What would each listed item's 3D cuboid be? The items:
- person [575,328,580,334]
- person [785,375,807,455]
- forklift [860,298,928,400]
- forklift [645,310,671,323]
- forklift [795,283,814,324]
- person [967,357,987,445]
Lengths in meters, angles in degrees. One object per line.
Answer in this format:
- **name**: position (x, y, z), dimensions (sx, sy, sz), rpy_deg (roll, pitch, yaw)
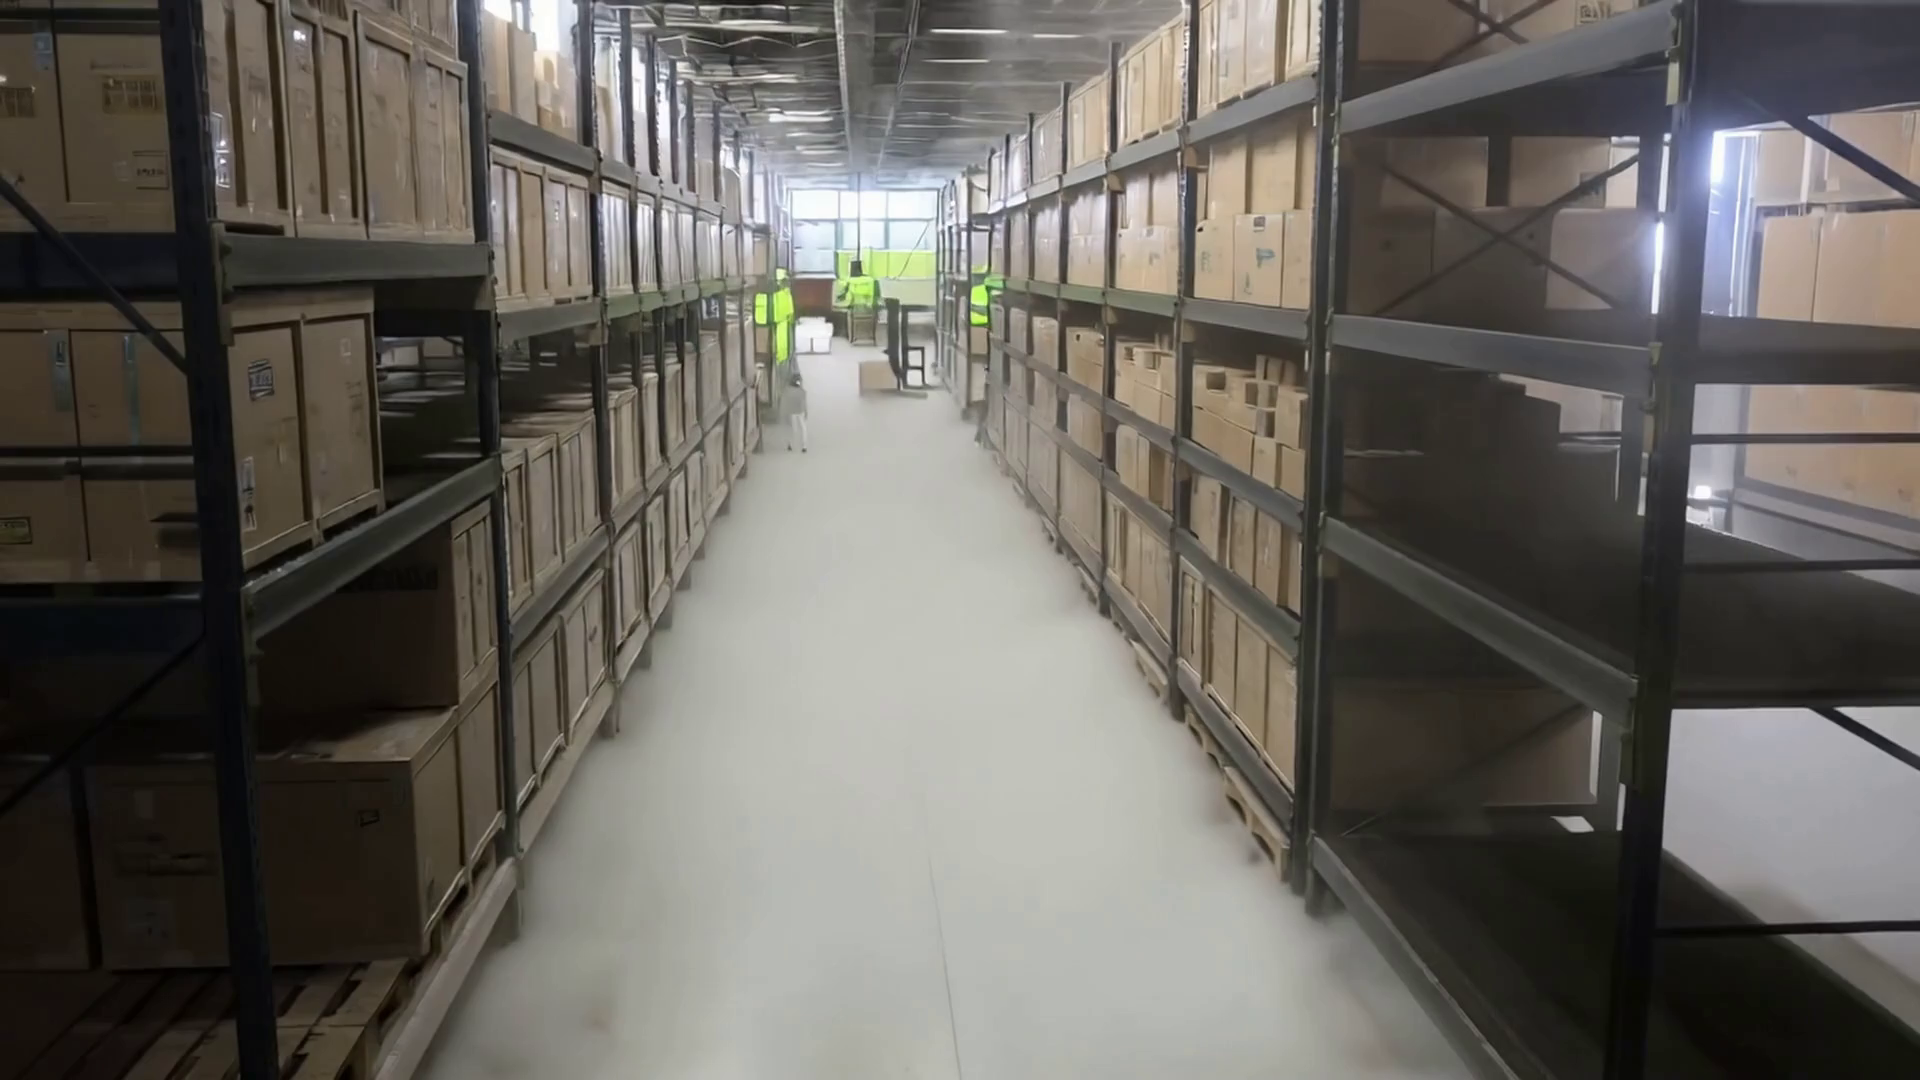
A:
- **person**: position (-10.665, -4.892, 46.185), dimensions (0.608, 2.044, 0.377), rpy_deg (-5, 11, -30)
- **person**: position (-3.313, -2.540, 33.482), dimensions (0.489, 1.592, 0.874), rpy_deg (-4, 10, -21)
- **forklift**: position (-1.868, -5.349, 46.419), dimensions (1.873, 2.768, 1.129), rpy_deg (-1, 10, -3)
- **forklift**: position (-10.416, -7.201, 57.483), dimensions (1.129, 2.768, 1.873), rpy_deg (0, 10, -1)
- **forklift**: position (-7.431, -10.794, 78.948), dimensions (1.129, 2.768, 1.873), rpy_deg (-2, 10, -10)
- **person**: position (0.641, -2.883, 34.667), dimensions (0.888, 1.888, 0.591), rpy_deg (-1, 10, -5)
